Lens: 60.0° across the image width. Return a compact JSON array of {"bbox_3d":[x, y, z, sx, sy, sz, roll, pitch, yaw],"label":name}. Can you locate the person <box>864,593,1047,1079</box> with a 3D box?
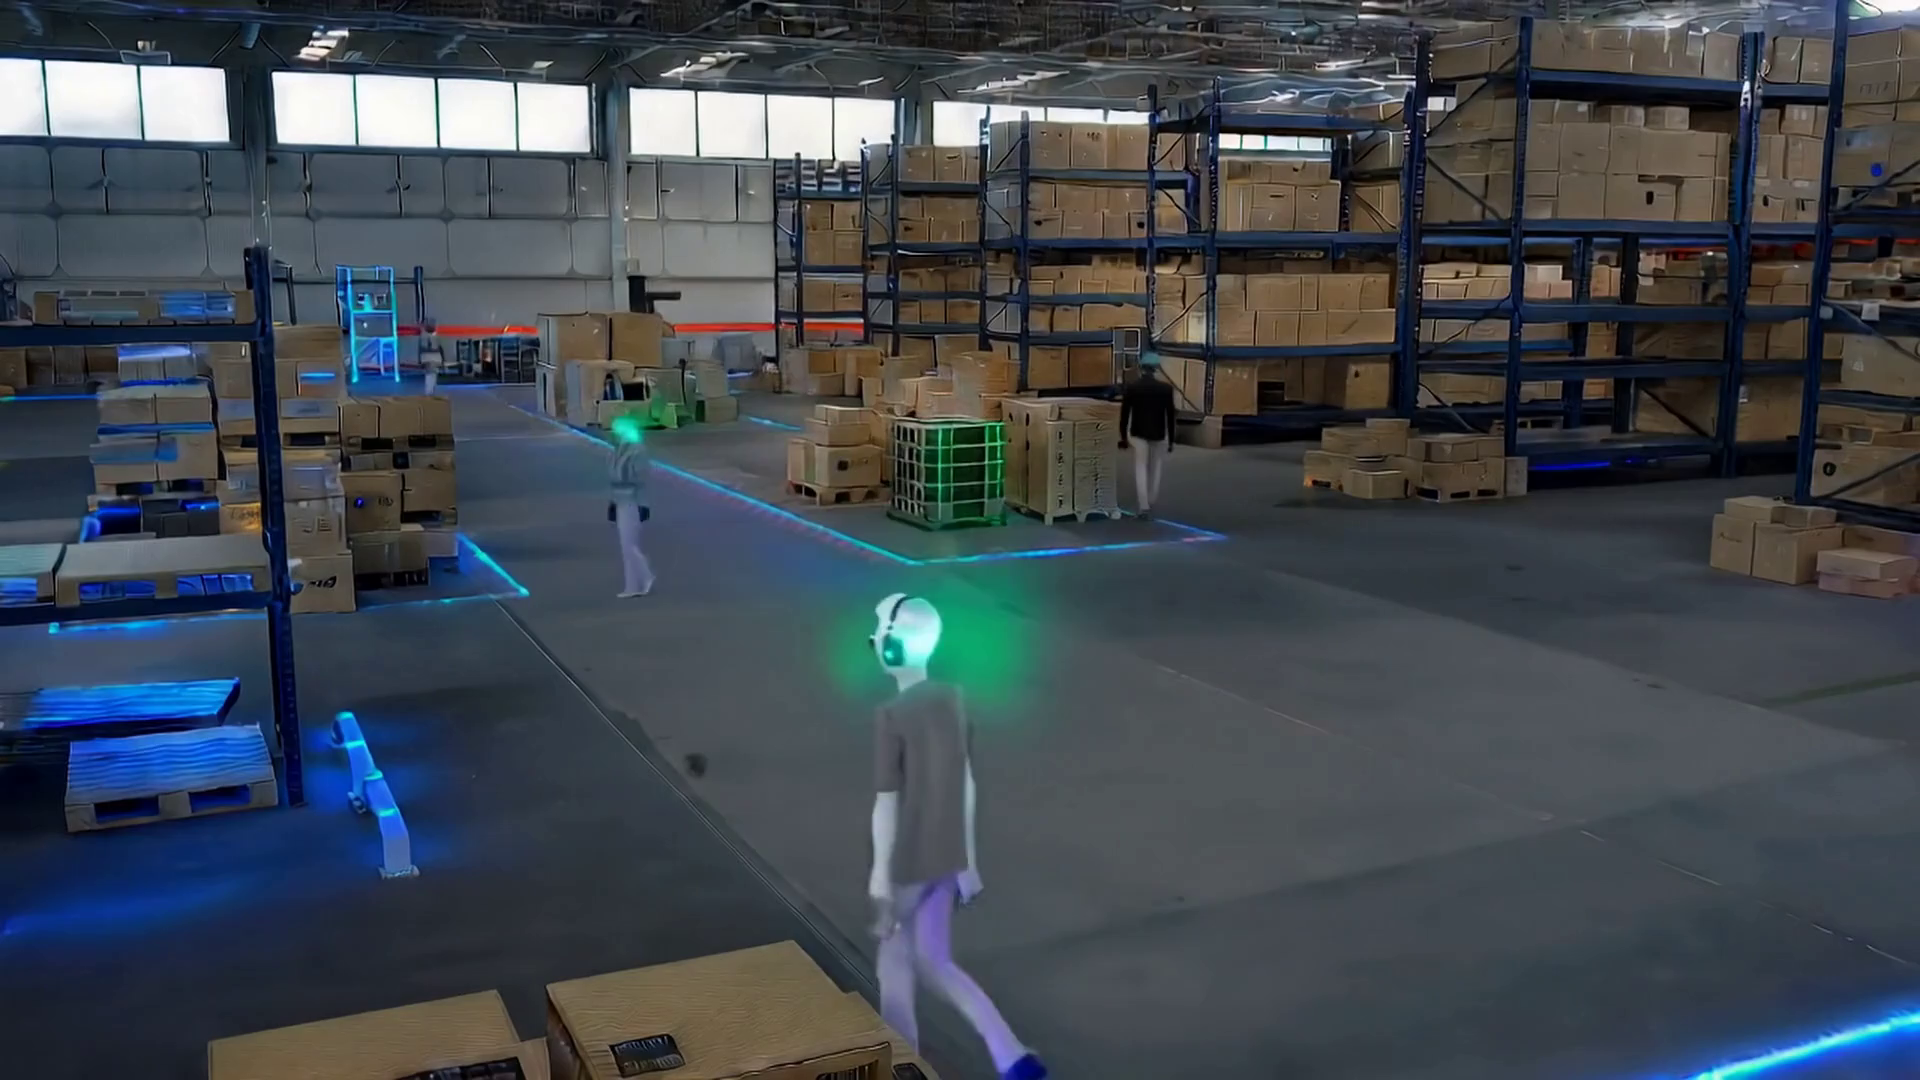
[{"bbox_3d":[-0.074,1.097,5.467,0.658,1.857,0.522,7,11,36],"label":"person"}]

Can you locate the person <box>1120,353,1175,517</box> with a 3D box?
[{"bbox_3d":[2.230,-1.255,19.810,0.633,1.941,1.068,0,9,2],"label":"person"}]

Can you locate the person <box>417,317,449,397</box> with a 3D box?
[{"bbox_3d":[-11.577,-3.955,36.654,0.901,1.893,0.562,5,10,27],"label":"person"}]

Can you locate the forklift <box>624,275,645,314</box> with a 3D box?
[{"bbox_3d":[-7.467,-4.742,38.506,1.873,2.768,1.129,-2,9,-10],"label":"forklift"}]

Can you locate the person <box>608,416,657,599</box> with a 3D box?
[{"bbox_3d":[-2.922,-0.278,14.670,0.371,1.625,0.548,-8,12,-40],"label":"person"}]

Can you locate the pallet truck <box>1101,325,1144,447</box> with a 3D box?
[{"bbox_3d":[2.881,-2.596,27.923,0.823,1.965,1.885,-1,9,-7],"label":"pallet truck"}]
